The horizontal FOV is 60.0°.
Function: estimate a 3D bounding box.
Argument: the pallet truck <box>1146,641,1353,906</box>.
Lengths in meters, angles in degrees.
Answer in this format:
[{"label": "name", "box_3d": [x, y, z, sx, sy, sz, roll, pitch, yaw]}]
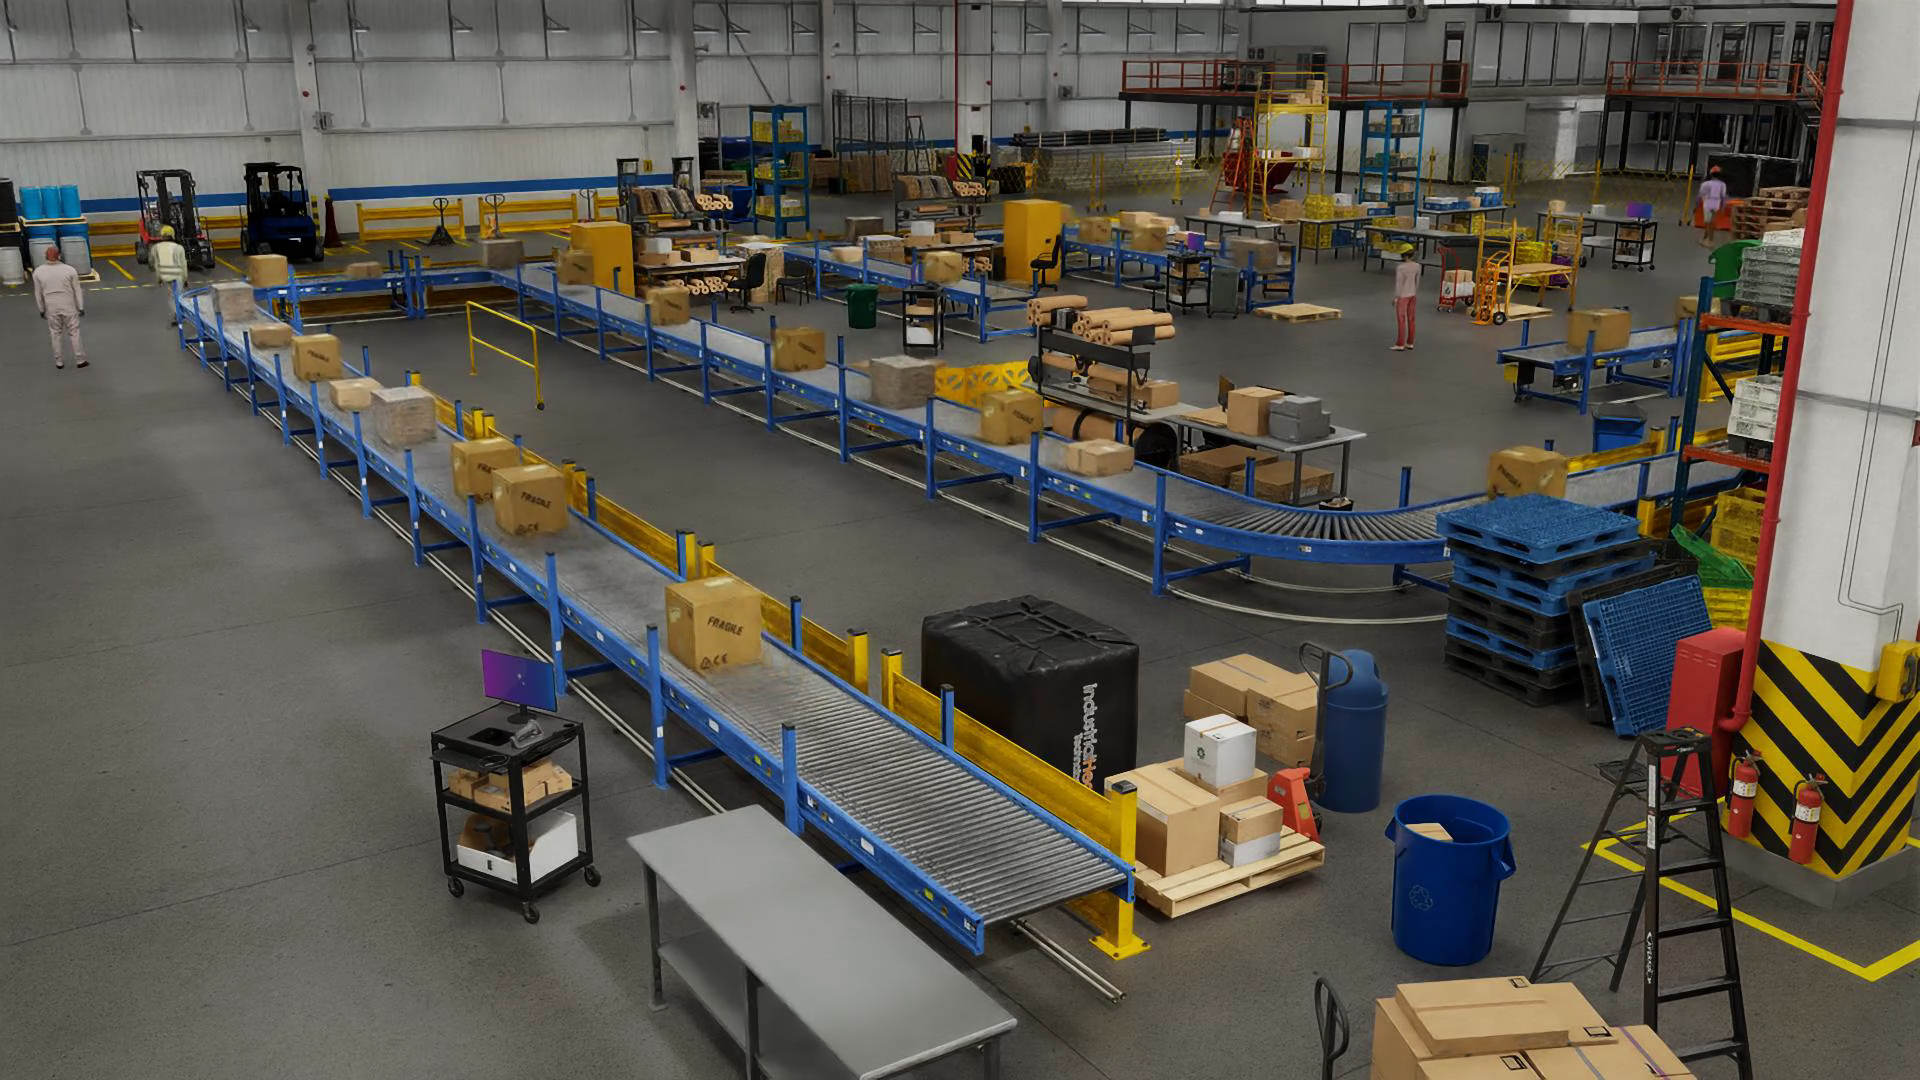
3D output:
[{"label": "pallet truck", "box_3d": [1.664, 1.407, 10.232, 1.630, 1.274, 0.653, -10, 20, -31]}]

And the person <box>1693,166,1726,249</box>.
[{"label": "person", "box_3d": [18.509, -8.189, 41.008, 0.618, 1.991, 1.045, -2, 17, -6]}]

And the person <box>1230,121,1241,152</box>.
[{"label": "person", "box_3d": [11.065, -15.803, 66.515, 0.599, 1.873, 0.424, -11, 20, -33]}]

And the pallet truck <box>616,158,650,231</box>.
[{"label": "pallet truck", "box_3d": [-8.918, -9.176, 44.255, 0.823, 1.965, 1.885, -9, 19, -27]}]

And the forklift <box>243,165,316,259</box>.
[{"label": "forklift", "box_3d": [-15.898, -7.669, 38.708, 1.157, 1.987, 2.680, -11, 20, -33]}]

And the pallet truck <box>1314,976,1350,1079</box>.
[{"label": "pallet truck", "box_3d": [2.299, 2.390, 7.086, 1.601, 1.201, 0.680, -2, 17, -7]}]

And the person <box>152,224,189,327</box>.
[{"label": "person", "box_3d": [-14.067, -4.714, 29.723, 0.599, 1.818, 0.418, 0, 17, 2]}]

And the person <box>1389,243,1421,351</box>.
[{"label": "person", "box_3d": [7.347, -4.008, 27.466, 0.522, 1.761, 0.321, -11, 20, -32]}]

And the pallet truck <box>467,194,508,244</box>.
[{"label": "pallet truck", "box_3d": [-11.983, -8.177, 42.137, 0.704, 1.261, 1.522, -11, 20, -33]}]

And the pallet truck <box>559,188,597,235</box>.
[{"label": "pallet truck", "box_3d": [-10.010, -8.652, 43.699, 0.653, 1.274, 1.630, -10, 20, -31]}]

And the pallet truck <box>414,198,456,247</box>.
[{"label": "pallet truck", "box_3d": [-13.250, -8.060, 41.856, 0.680, 1.201, 1.601, -10, 20, -31]}]

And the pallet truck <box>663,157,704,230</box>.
[{"label": "pallet truck", "box_3d": [-7.586, -9.308, 44.692, 0.823, 1.965, 1.885, -11, 20, -33]}]

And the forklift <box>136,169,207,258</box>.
[{"label": "forklift", "box_3d": [-17.842, -7.318, 37.559, 1.157, 1.987, 2.680, -10, 20, -31]}]

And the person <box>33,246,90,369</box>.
[{"label": "person", "box_3d": [-14.023, -3.630, 25.956, 0.645, 1.907, 0.400, -5, 17, -16]}]
